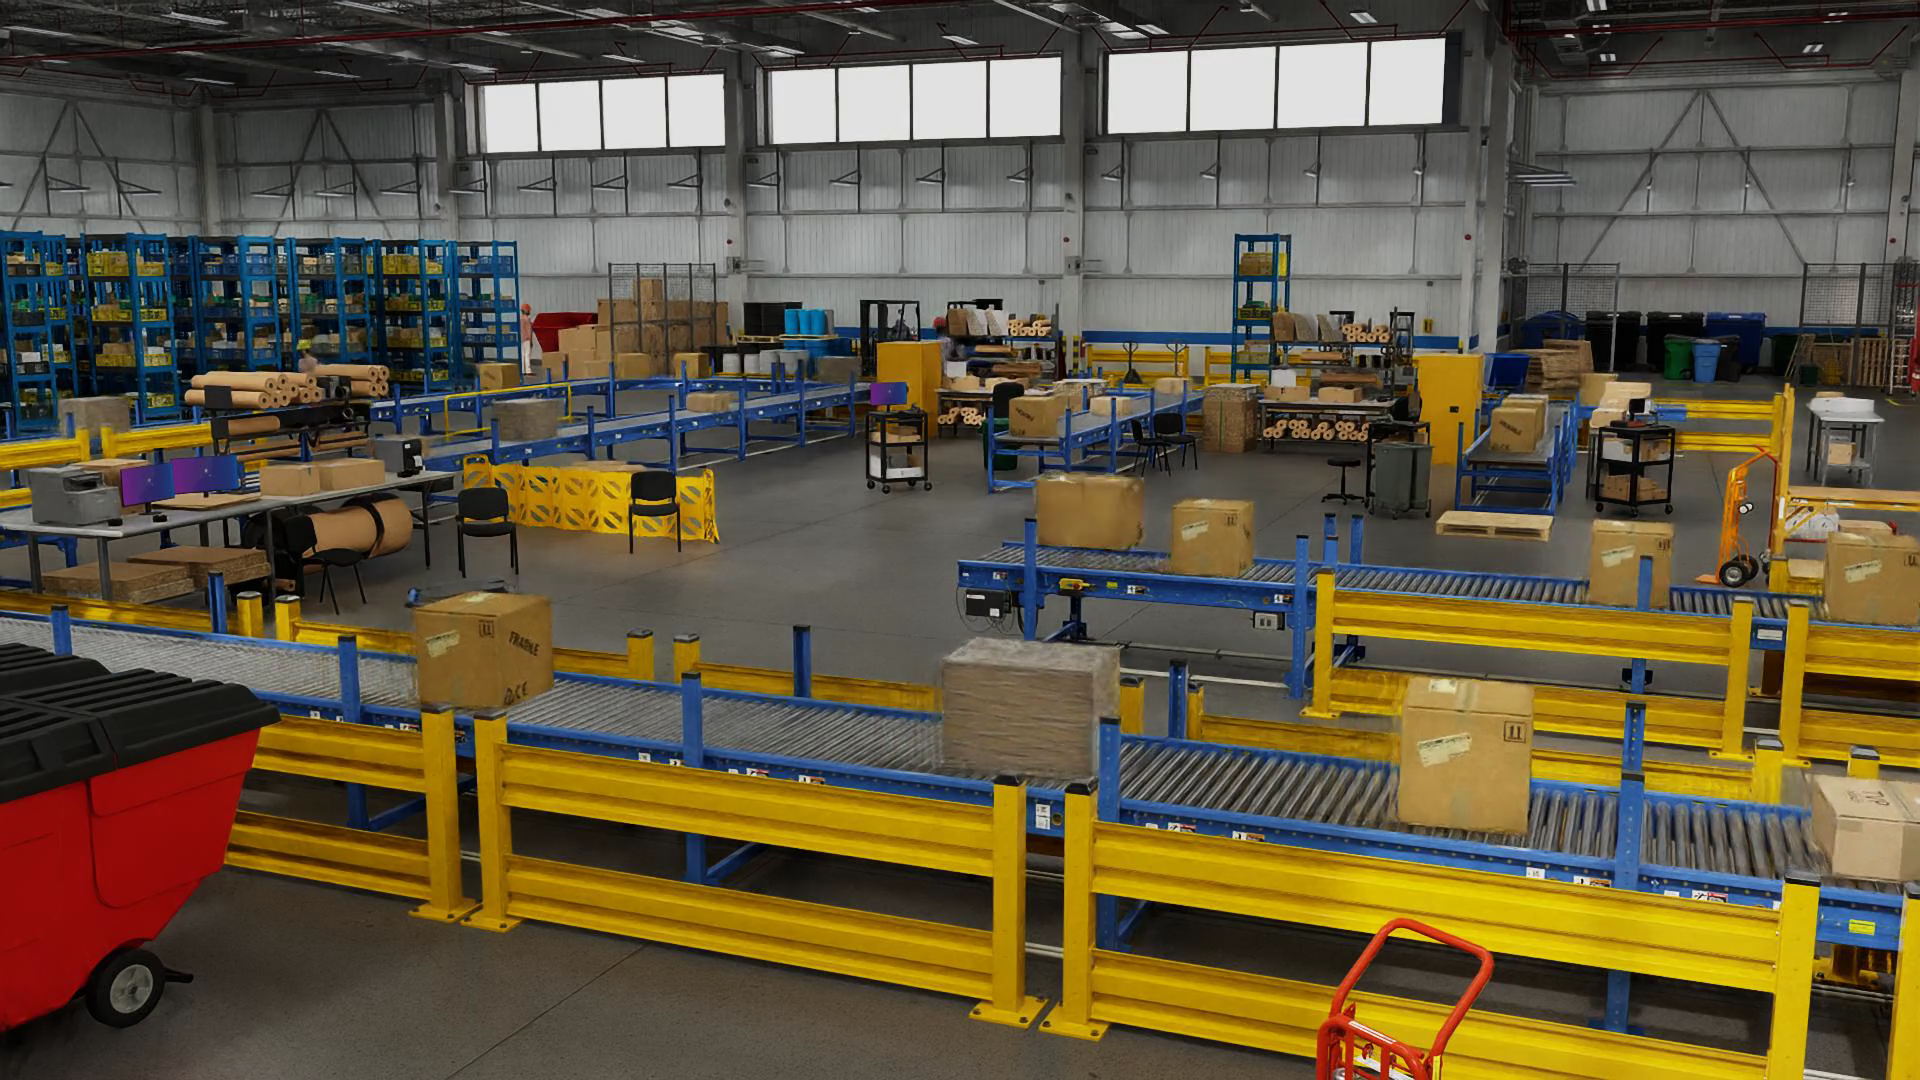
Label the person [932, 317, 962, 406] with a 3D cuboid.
[{"bbox_3d":[-0.252,-3.506,33.648,0.842,2.012,0.605,2,10,14],"label":"person"}]

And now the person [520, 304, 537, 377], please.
[{"bbox_3d":[-11.889,-5.476,45.605,0.384,1.993,0.623,-9,13,-42],"label":"person"}]

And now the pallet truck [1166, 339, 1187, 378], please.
[{"bbox_3d":[5.418,-4.269,40.420,0.704,1.261,1.522,3,10,20],"label":"pallet truck"}]

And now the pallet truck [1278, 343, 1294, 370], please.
[{"bbox_3d":[7.886,-4.163,39.743,0.653,1.274,1.630,4,10,22],"label":"pallet truck"}]

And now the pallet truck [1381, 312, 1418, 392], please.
[{"bbox_3d":[10.207,-4.283,38.369,0.823,1.965,1.885,3,10,20],"label":"pallet truck"}]

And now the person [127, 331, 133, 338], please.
[{"bbox_3d":[-18.450,-4.039,37.357,0.569,1.840,0.374,-2,10,-10],"label":"person"}]

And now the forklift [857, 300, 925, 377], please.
[{"bbox_3d":[-1.732,-5.109,42.468,1.157,1.987,2.680,4,10,22],"label":"forklift"}]

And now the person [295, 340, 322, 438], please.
[{"bbox_3d":[-11.434,-2.611,29.003,0.546,1.742,0.684,7,12,36],"label":"person"}]

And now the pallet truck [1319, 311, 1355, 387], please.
[{"bbox_3d":[9.071,-4.419,39.190,0.823,1.965,1.885,5,10,26],"label":"pallet truck"}]

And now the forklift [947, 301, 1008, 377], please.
[{"bbox_3d":[0.365,-4.966,41.571,1.157,1.987,2.680,3,10,20],"label":"forklift"}]

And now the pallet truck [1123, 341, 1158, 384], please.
[{"bbox_3d":[4.445,-4.380,41.279,0.680,1.201,1.601,4,10,22],"label":"pallet truck"}]
